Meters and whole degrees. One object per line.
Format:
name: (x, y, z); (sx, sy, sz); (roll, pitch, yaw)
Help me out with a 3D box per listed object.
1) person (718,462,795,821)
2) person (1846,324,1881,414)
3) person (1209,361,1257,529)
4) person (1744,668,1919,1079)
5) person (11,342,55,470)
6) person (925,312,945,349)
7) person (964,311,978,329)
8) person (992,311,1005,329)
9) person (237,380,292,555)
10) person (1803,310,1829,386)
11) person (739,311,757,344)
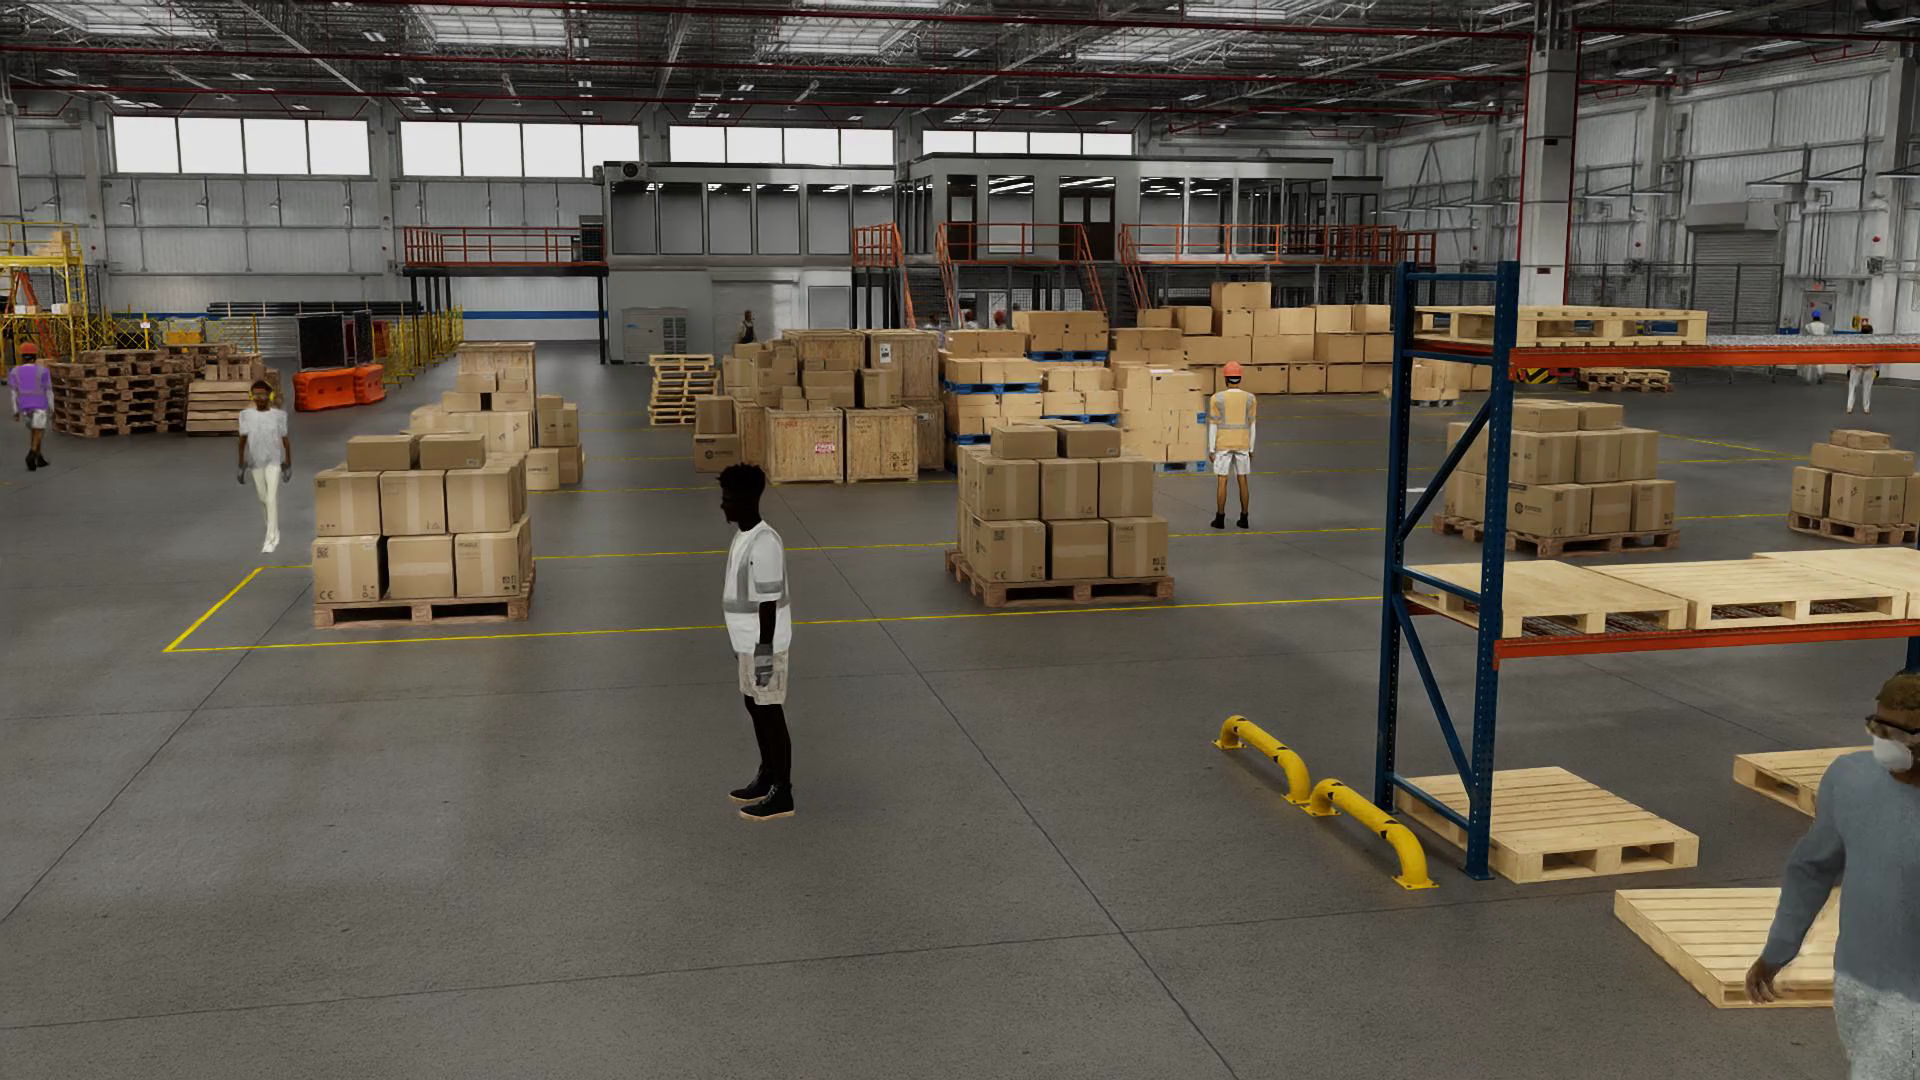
person: (-1.119, 0.545, 9.124); (0.382, 1.958, 0.606); (-3, 10, -19)
person: (18.529, -3.496, 34.107); (0.624, 1.841, 0.430); (4, 10, 24)
person: (3.130, -1.090, 19.182); (0.542, 1.928, 0.400); (-1, 9, -4)
person: (2.560, 1.295, 4.726); (0.963, 1.898, 0.664); (-2, 10, -14)
person: (-13.806, -1.986, 24.745); (0.551, 1.903, 0.931); (-1, 9, -8)
person: (-0.589, -4.820, 42.092); (0.989, 1.867, 0.602); (6, 11, 31)
person: (0.240, -5.166, 44.309); (0.968, 1.841, 0.576); (7, 12, 36)
person: (0.885, -4.515, 39.968); (0.997, 1.942, 0.651); (-4, 10, -21)
person: (-7.387, -0.789, 17.691); (0.511, 1.832, 0.987); (-2, 9, -9)
person: (21.681, -4.870, 42.209); (0.612, 1.933, 0.446); (1, 9, 6)
person: (-5.700, -5.328, 45.310); (0.771, 1.815, 0.521); (6, 11, 31)
